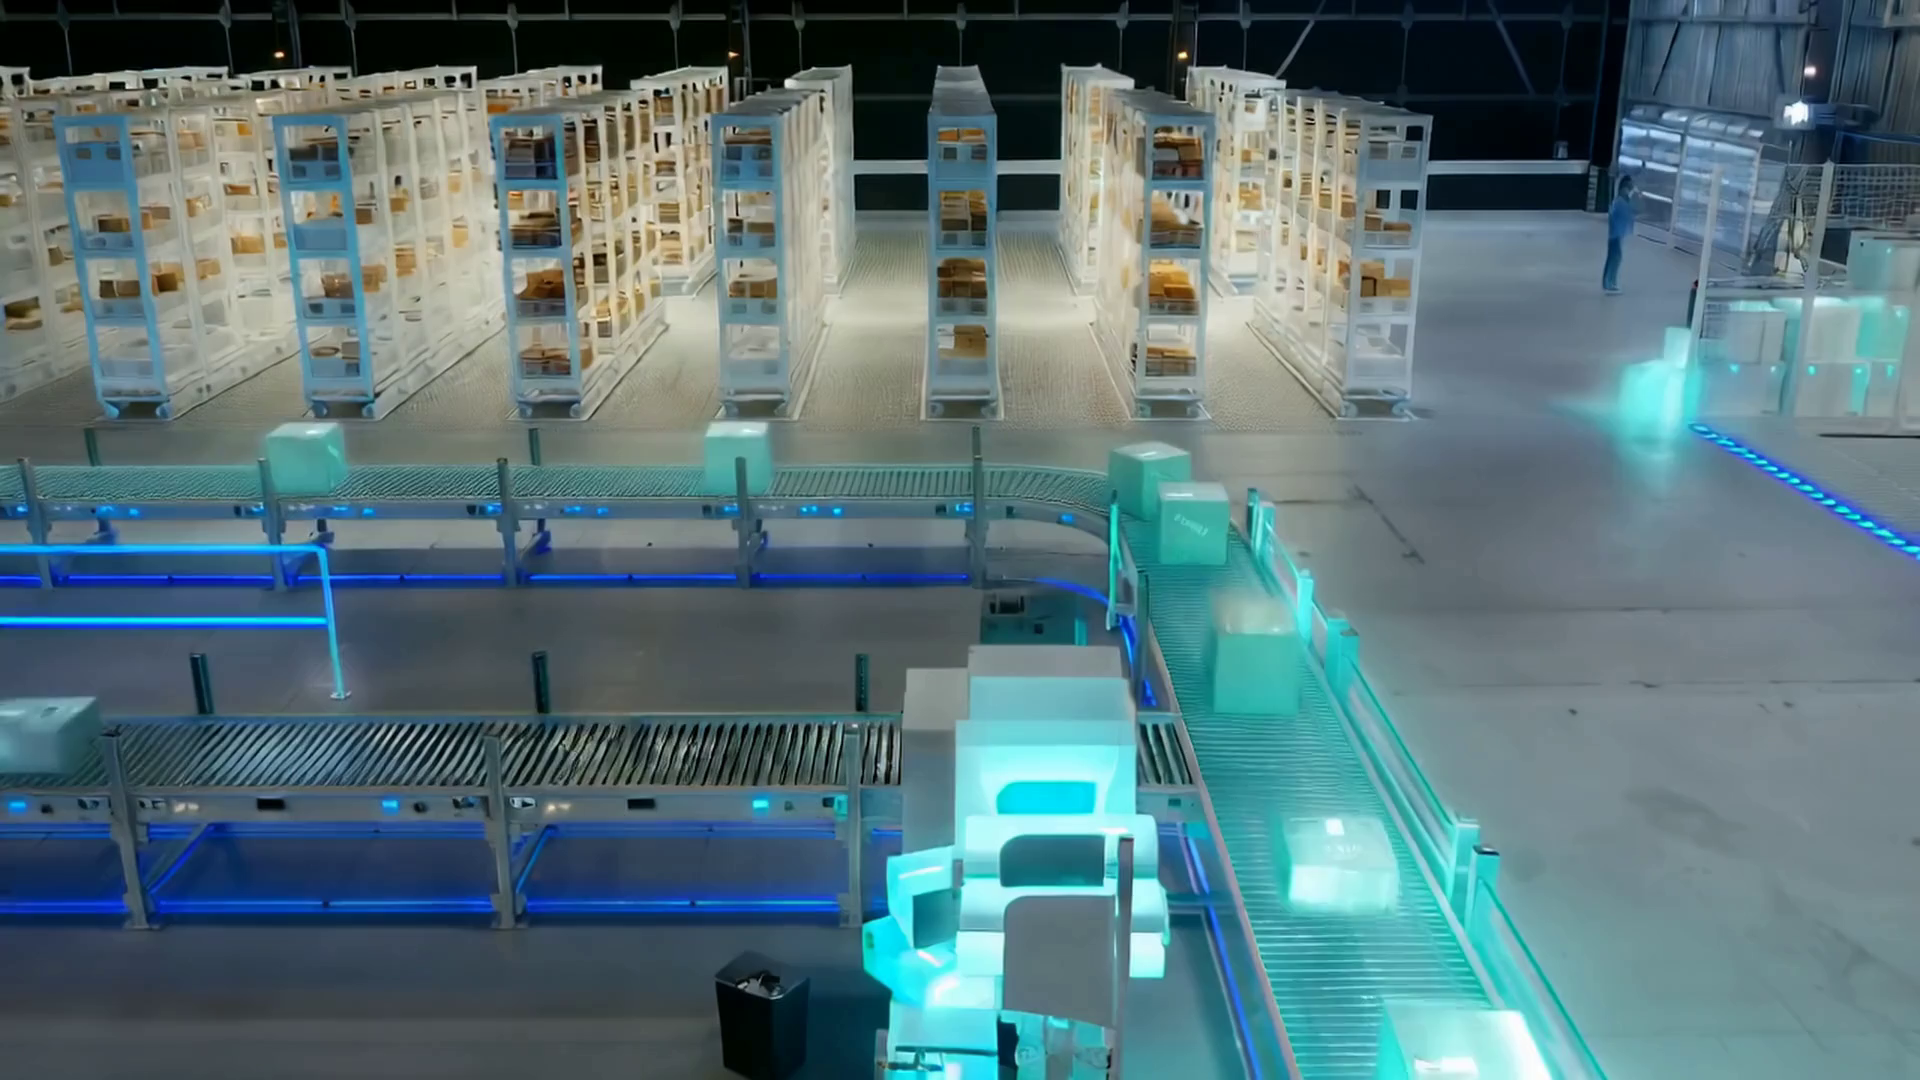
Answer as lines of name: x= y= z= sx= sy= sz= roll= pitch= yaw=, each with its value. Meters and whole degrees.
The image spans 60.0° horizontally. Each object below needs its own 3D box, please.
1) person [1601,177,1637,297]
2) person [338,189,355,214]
person: x=11.202 y=-5.150 z=28.275 sx=0.382 sy=1.993 sz=0.622 roll=2 pitch=18 yaw=7
person: x=-11.266 y=-5.858 z=30.719 sx=0.403 sy=1.828 sz=0.595 roll=-6 pitch=19 yaw=-19
